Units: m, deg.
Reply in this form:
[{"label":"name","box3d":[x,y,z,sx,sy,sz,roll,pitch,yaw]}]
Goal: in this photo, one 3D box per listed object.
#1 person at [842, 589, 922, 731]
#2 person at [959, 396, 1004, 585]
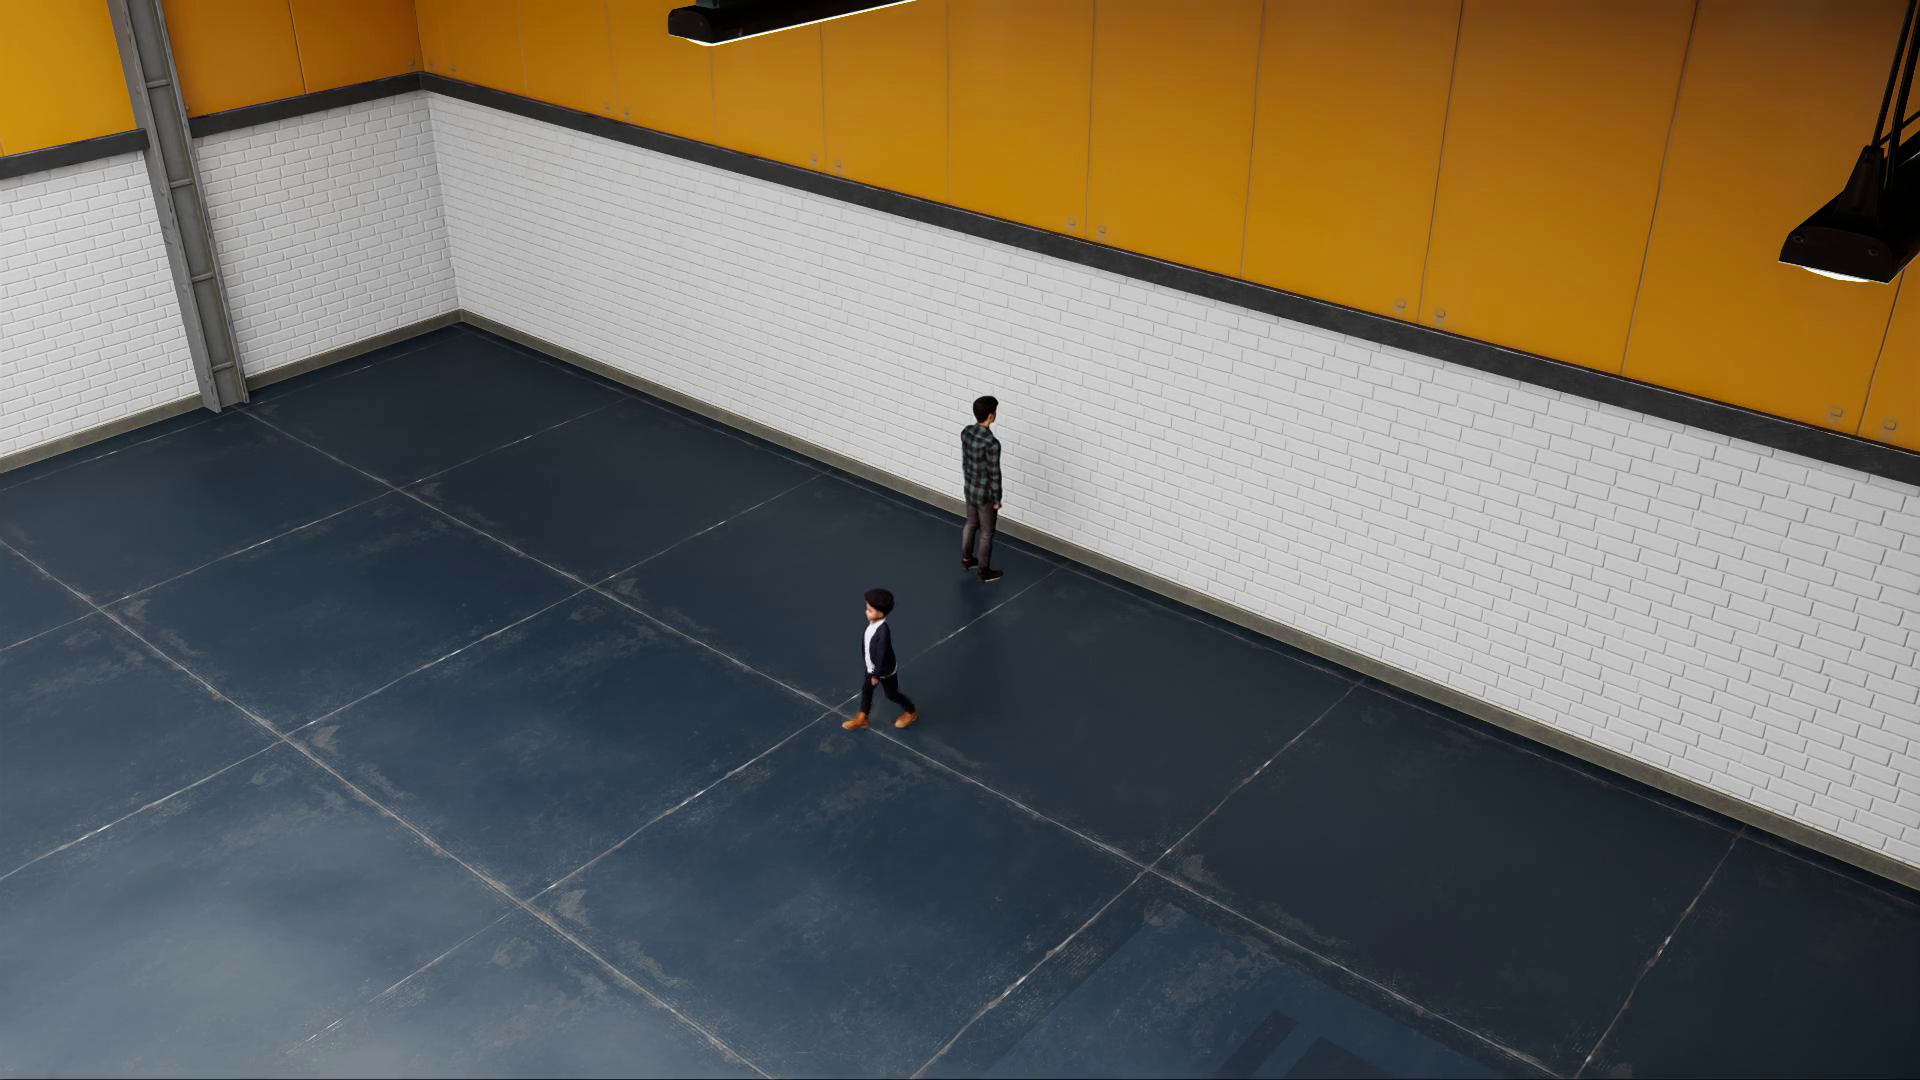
[{"label":"person","box3d":[-0.549,0.926,12.641,0.907,1.210,0.755,-10,30,-17]},{"label":"person","box3d":[0.167,-0.463,14.512,0.605,1.708,0.705,-19,34,-31]}]
